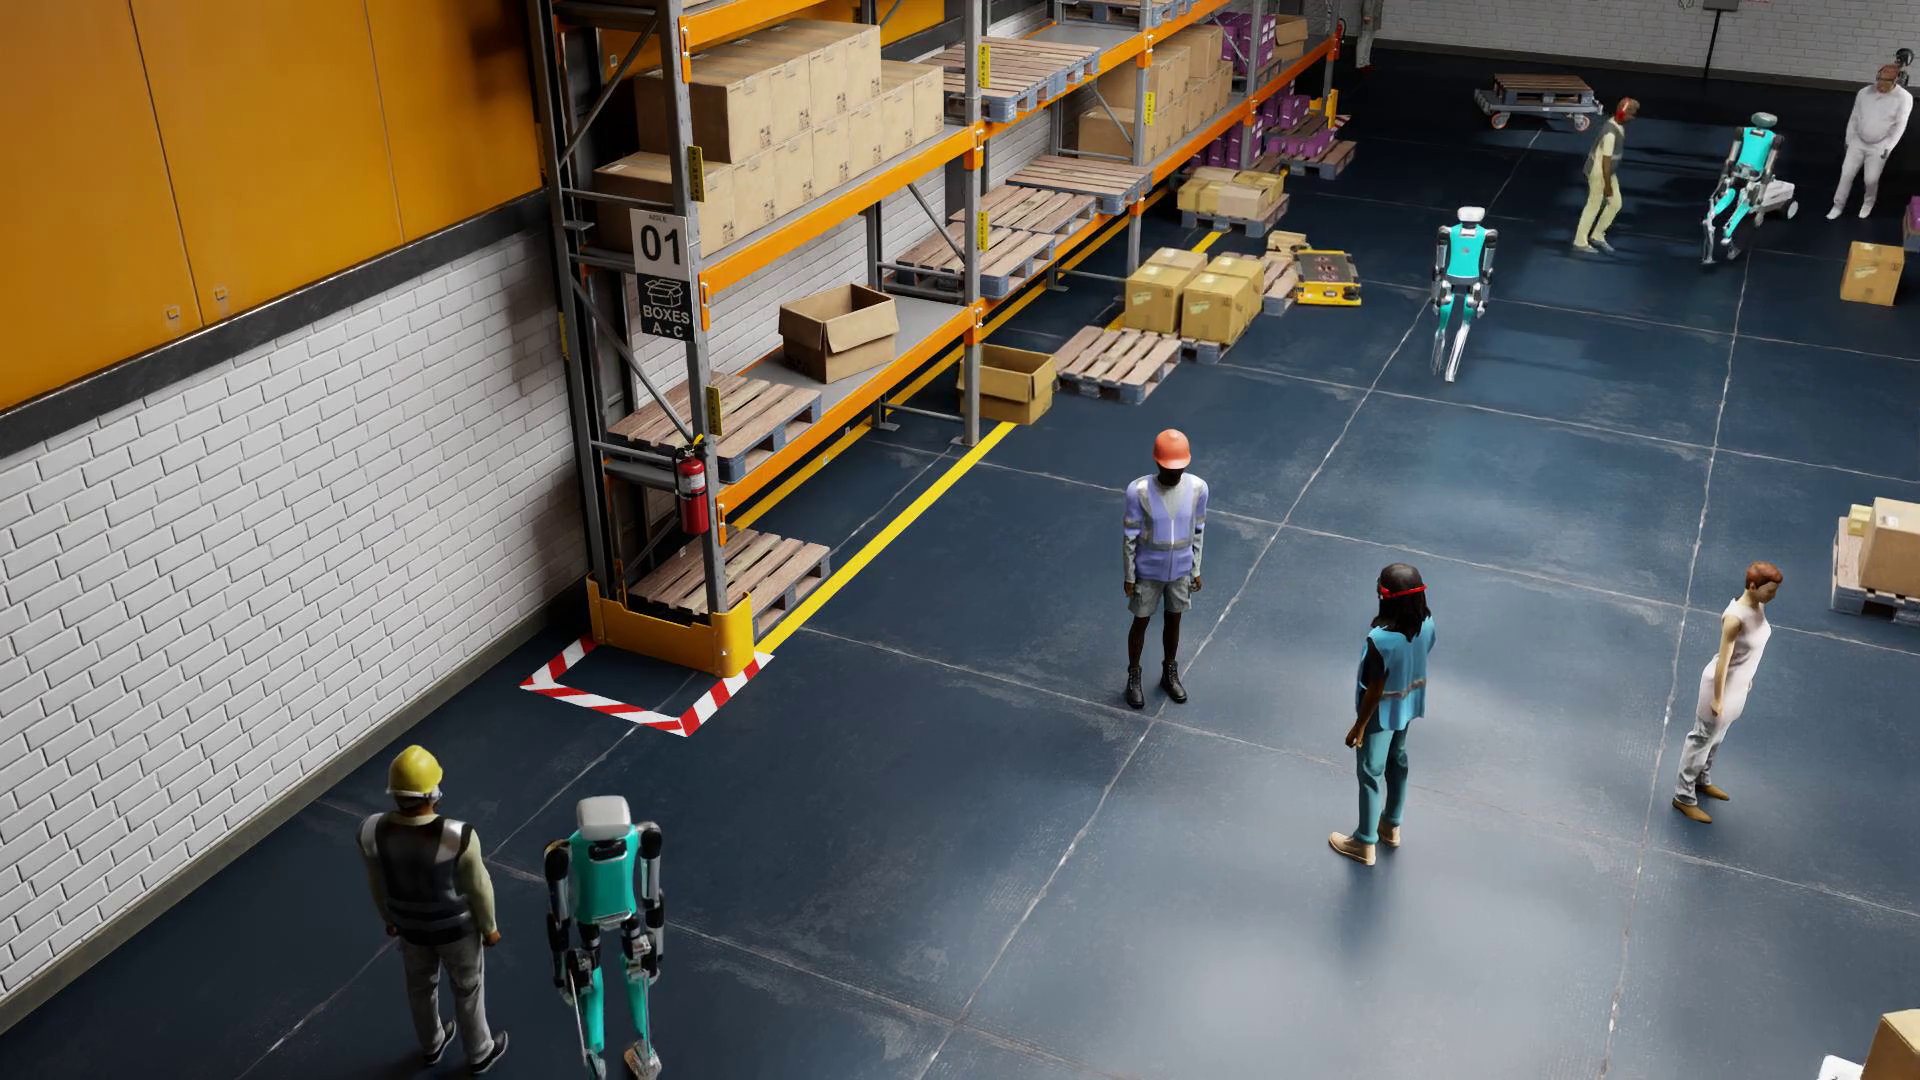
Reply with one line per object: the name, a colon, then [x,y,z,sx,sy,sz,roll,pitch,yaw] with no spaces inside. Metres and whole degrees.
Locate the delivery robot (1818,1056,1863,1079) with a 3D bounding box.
delivery robot: [4.250,2.665,7.495,0.794,0.603,0.499,16,32,27]

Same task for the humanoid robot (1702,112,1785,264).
humanoid robot: [8.451,-3.736,18.156,1.060,1.736,0.556,-25,37,-38]

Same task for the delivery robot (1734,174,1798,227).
delivery robot: [9.720,-4.113,20.057,0.798,0.597,0.499,-19,34,-31]

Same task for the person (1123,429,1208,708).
person: [1.304,0.181,10.637,0.543,1.938,0.356,-6,29,-11]

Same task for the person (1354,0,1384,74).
person: [6.649,-8.484,26.815,0.367,1.833,0.501,22,35,35]

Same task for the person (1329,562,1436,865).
person: [2.374,0.971,9.244,0.540,1.864,0.372,-22,35,-34]

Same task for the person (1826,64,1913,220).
person: [10.833,-4.713,19.766,0.659,1.879,0.523,25,37,38]

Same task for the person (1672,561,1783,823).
person: [4.473,0.861,9.668,0.283,1.656,0.451,25,37,38]

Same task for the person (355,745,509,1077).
person: [-2.457,1.764,7.825,0.593,1.821,0.403,4,29,7]

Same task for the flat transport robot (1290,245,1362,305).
flat transport robot: [3.950,-2.870,18.050,0.659,0.231,1.431,3,28,5]

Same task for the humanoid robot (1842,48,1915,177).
humanoid robot: [11.890,-5.529,21.503,0.485,1.630,0.588,7,29,12]

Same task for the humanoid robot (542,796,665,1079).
humanoid robot: [-1.529,2.001,7.495,0.585,1.810,0.809,-13,31,-23]

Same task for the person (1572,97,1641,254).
person: [7.271,-4.069,18.648,0.565,1.809,0.599,17,33,29]

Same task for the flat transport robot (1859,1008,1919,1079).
flat transport robot: [4.099,3.033,7.105,0.659,0.231,1.431,-6,29,-10]

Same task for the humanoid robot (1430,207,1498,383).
humanoid robot: [4.625,-2.232,15.441,0.541,1.904,0.746,8,29,14]
